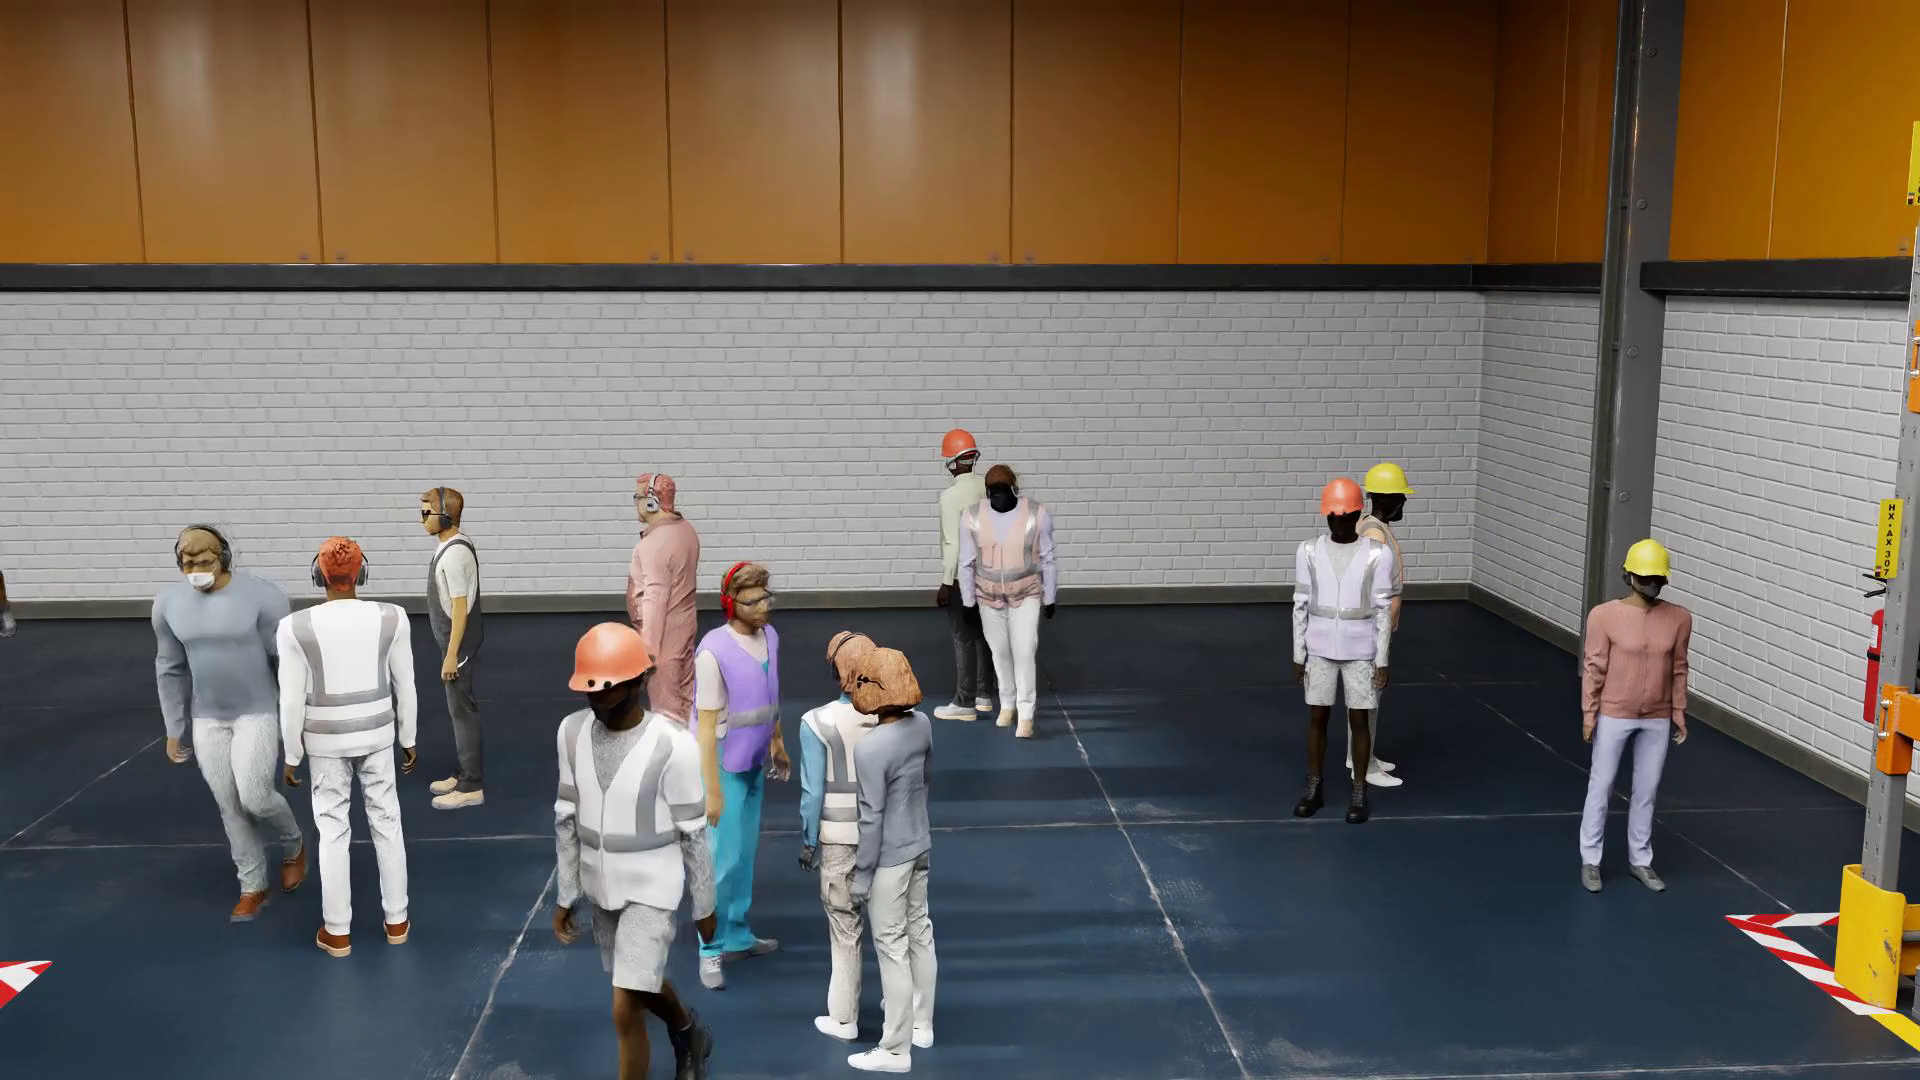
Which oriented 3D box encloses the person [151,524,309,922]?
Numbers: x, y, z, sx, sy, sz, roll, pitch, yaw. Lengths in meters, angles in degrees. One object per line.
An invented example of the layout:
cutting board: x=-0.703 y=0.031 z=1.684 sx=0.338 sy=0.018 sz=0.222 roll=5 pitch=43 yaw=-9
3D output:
person: x=-3.411 y=0.844 z=7.827 sx=0.667 sy=1.907 sz=0.508 roll=0 pitch=9 yaw=1

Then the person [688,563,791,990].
person: x=-0.952 y=0.987 z=7.201 sx=0.417 sy=1.831 sz=0.715 roll=3 pitch=10 yaw=18

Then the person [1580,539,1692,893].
person: x=3.313 y=0.865 z=8.152 sx=0.533 sy=1.765 sz=0.330 roll=0 pitch=9 yaw=-2

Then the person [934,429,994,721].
person: x=0.026 y=0.237 z=11.380 sx=0.391 sy=1.991 sz=0.612 roll=5 pitch=10 yaw=30

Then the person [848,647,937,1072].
person: x=-0.265 y=1.215 z=6.359 sx=0.286 sy=1.634 sz=0.500 roll=5 pitch=10 yaw=27

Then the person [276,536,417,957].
person: x=-2.727 y=0.917 z=7.450 sx=0.585 sy=1.882 sz=0.340 roll=-5 pitch=11 yaw=-31

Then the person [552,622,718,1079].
person: x=-1.092 y=1.179 z=5.797 sx=0.546 sy=1.902 sz=0.914 roll=4 pitch=10 yaw=26

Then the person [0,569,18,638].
person: x=-6.237 y=0.459 z=10.449 sx=0.512 sy=1.851 sz=0.520 roll=0 pitch=9 yaw=1

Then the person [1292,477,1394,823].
person: x=2.108 y=0.607 z=9.232 sx=0.551 sy=1.935 sz=0.364 roll=4 pitch=10 yaw=23

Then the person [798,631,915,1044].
person: x=-0.400 y=1.173 z=6.599 sx=0.515 sy=1.642 sz=0.314 roll=-5 pitch=10 yaw=-29

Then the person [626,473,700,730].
person: x=-1.728 y=0.557 z=9.650 sx=0.401 sy=1.907 sz=0.649 roll=1 pitch=9 yaw=9

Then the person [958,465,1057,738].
person: x=0.304 y=0.396 z=10.996 sx=0.648 sy=1.804 sz=0.743 roll=2 pitch=9 yaw=12

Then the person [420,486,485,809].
person: x=-2.902 y=0.608 z=9.520 sx=0.344 sy=1.844 sz=0.507 roll=-3 pitch=9 yaw=-17

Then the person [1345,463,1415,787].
person: x=2.500 y=0.495 z=9.962 sx=0.369 sy=1.928 sz=0.585 roll=1 pitch=9 yaw=9
